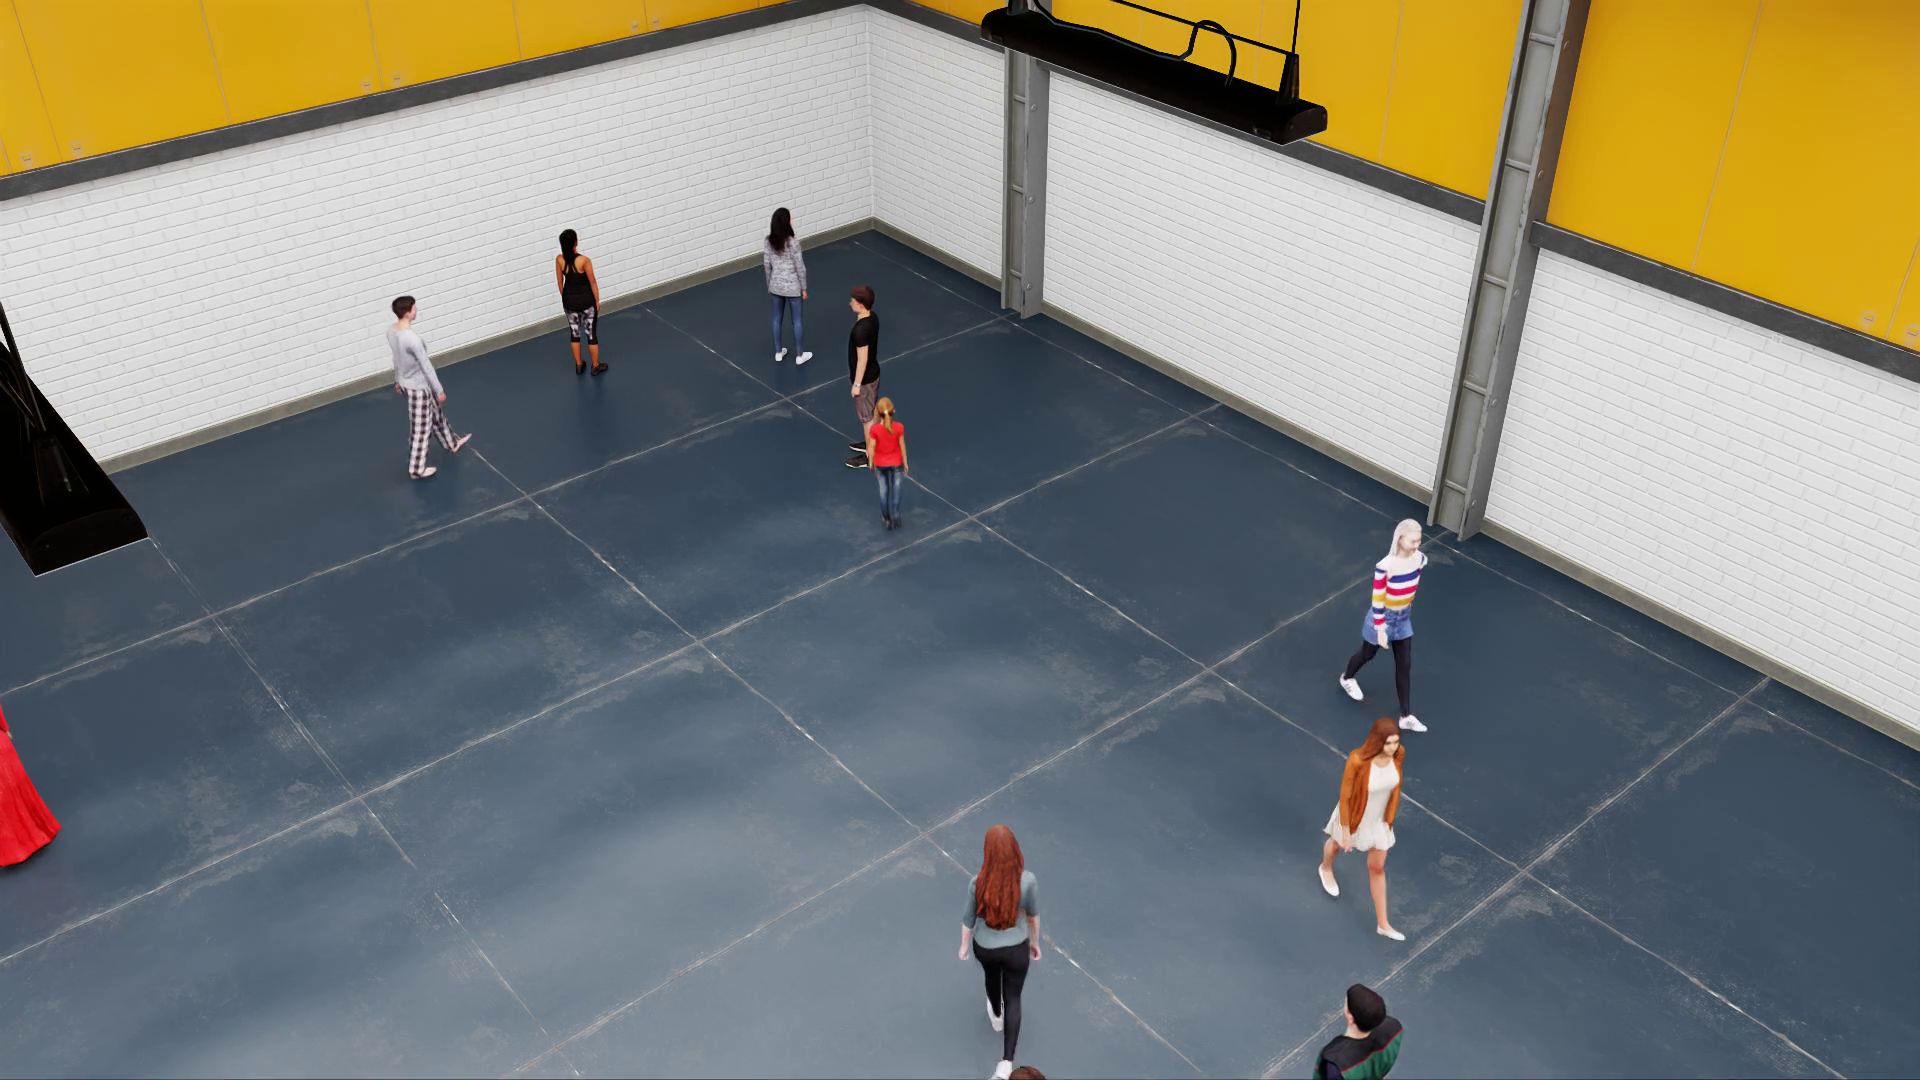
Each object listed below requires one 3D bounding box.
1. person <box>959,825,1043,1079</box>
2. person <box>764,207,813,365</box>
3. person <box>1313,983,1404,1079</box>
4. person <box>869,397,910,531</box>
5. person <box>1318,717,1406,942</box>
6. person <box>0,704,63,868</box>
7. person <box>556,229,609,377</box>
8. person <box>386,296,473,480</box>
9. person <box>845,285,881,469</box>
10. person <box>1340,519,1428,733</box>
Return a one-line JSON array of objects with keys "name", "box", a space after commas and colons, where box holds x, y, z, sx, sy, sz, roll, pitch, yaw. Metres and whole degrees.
[{"name": "person", "box": [0.258, 2.502, 9.894, 1.075, 1.708, 1.174, 0, 34, 0]}, {"name": "person", "box": [-1.857, -2.709, 17.709, 0.627, 1.735, 0.749, 12, 35, 17]}, {"name": "person", "box": [2.058, 3.069, 8.867, 0.668, 1.899, 0.544, -25, 41, -32]}, {"name": "person", "box": [-0.641, -0.661, 15.019, 0.595, 1.302, 0.637, -5, 34, -8]}, {"name": "person", "box": [2.621, 1.774, 11.017, 0.930, 1.677, 1.199, -9, 35, -13]}, {"name": "person", "box": [-6.680, 1.473, 11.374, 0.709, 1.783, 0.701, 19, 38, 27]}, {"name": "person", "box": [-4.005, -2.511, 17.488, 0.643, 1.649, 0.724, 7, 34, 10]}, {"name": "person", "box": [-5.185, -1.406, 15.671, 0.995, 1.821, 0.795, 28, 42, 35]}, {"name": "person", "box": [-0.904, -1.579, 15.893, 0.812, 1.863, 0.758, 4, 34, 5]}, {"name": "person", "box": [3.214, 0.585, 12.732, 0.866, 1.759, 1.198, -14, 36, -21]}]
